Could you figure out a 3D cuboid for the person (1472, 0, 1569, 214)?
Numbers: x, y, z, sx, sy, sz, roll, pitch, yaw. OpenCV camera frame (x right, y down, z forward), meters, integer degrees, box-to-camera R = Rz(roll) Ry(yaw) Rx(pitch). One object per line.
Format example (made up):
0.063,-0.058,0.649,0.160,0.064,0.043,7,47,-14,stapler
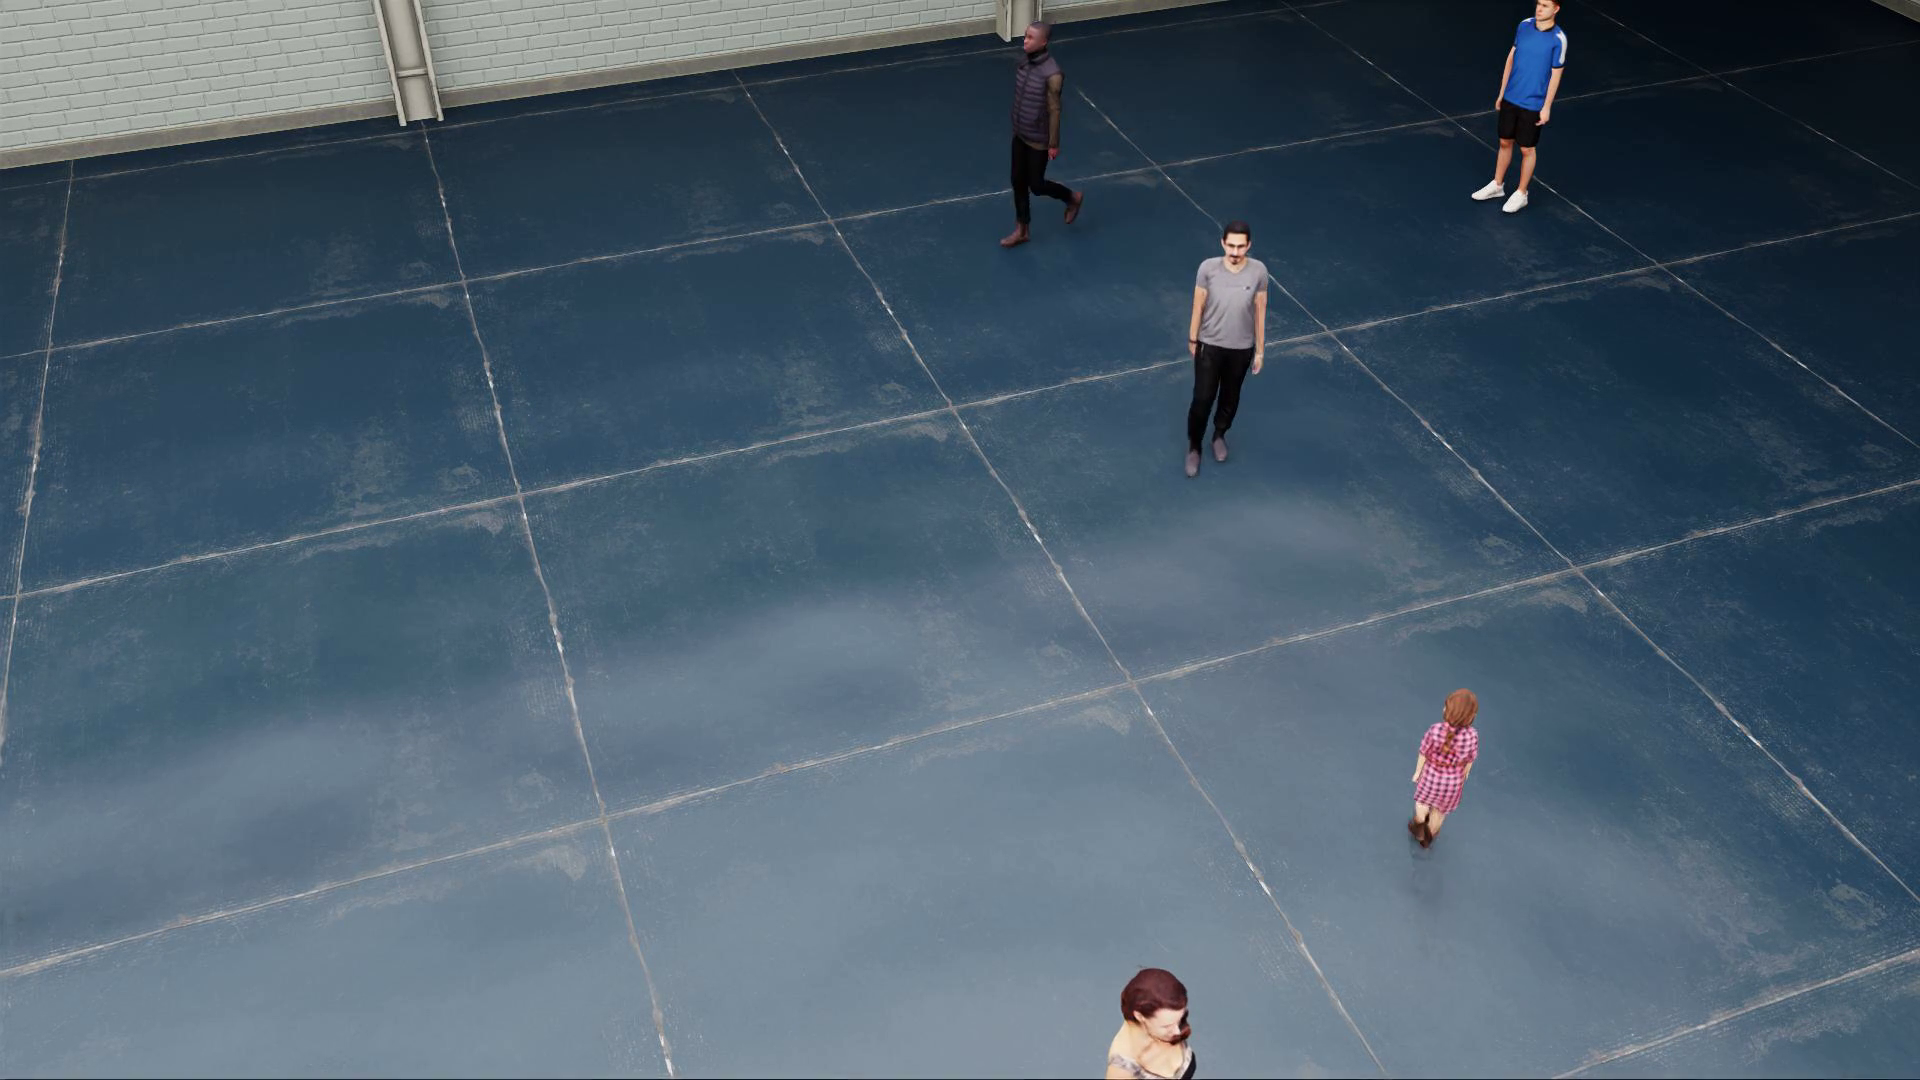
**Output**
4.631,-3.605,13.555,0.690,1.866,0.723,-26,45,-29,person

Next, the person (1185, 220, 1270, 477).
1.708,-1.300,10.712,0.747,1.739,0.794,-1,38,-1,person

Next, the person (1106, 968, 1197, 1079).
0.642,2.194,6.222,0.761,1.768,0.688,19,42,23,person

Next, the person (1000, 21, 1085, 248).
0.646,-3.181,13.050,1.066,1.820,0.848,-22,43,-26,person

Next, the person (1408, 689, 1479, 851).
2.363,1.159,8.157,0.468,1.013,0.554,5,38,7,person
